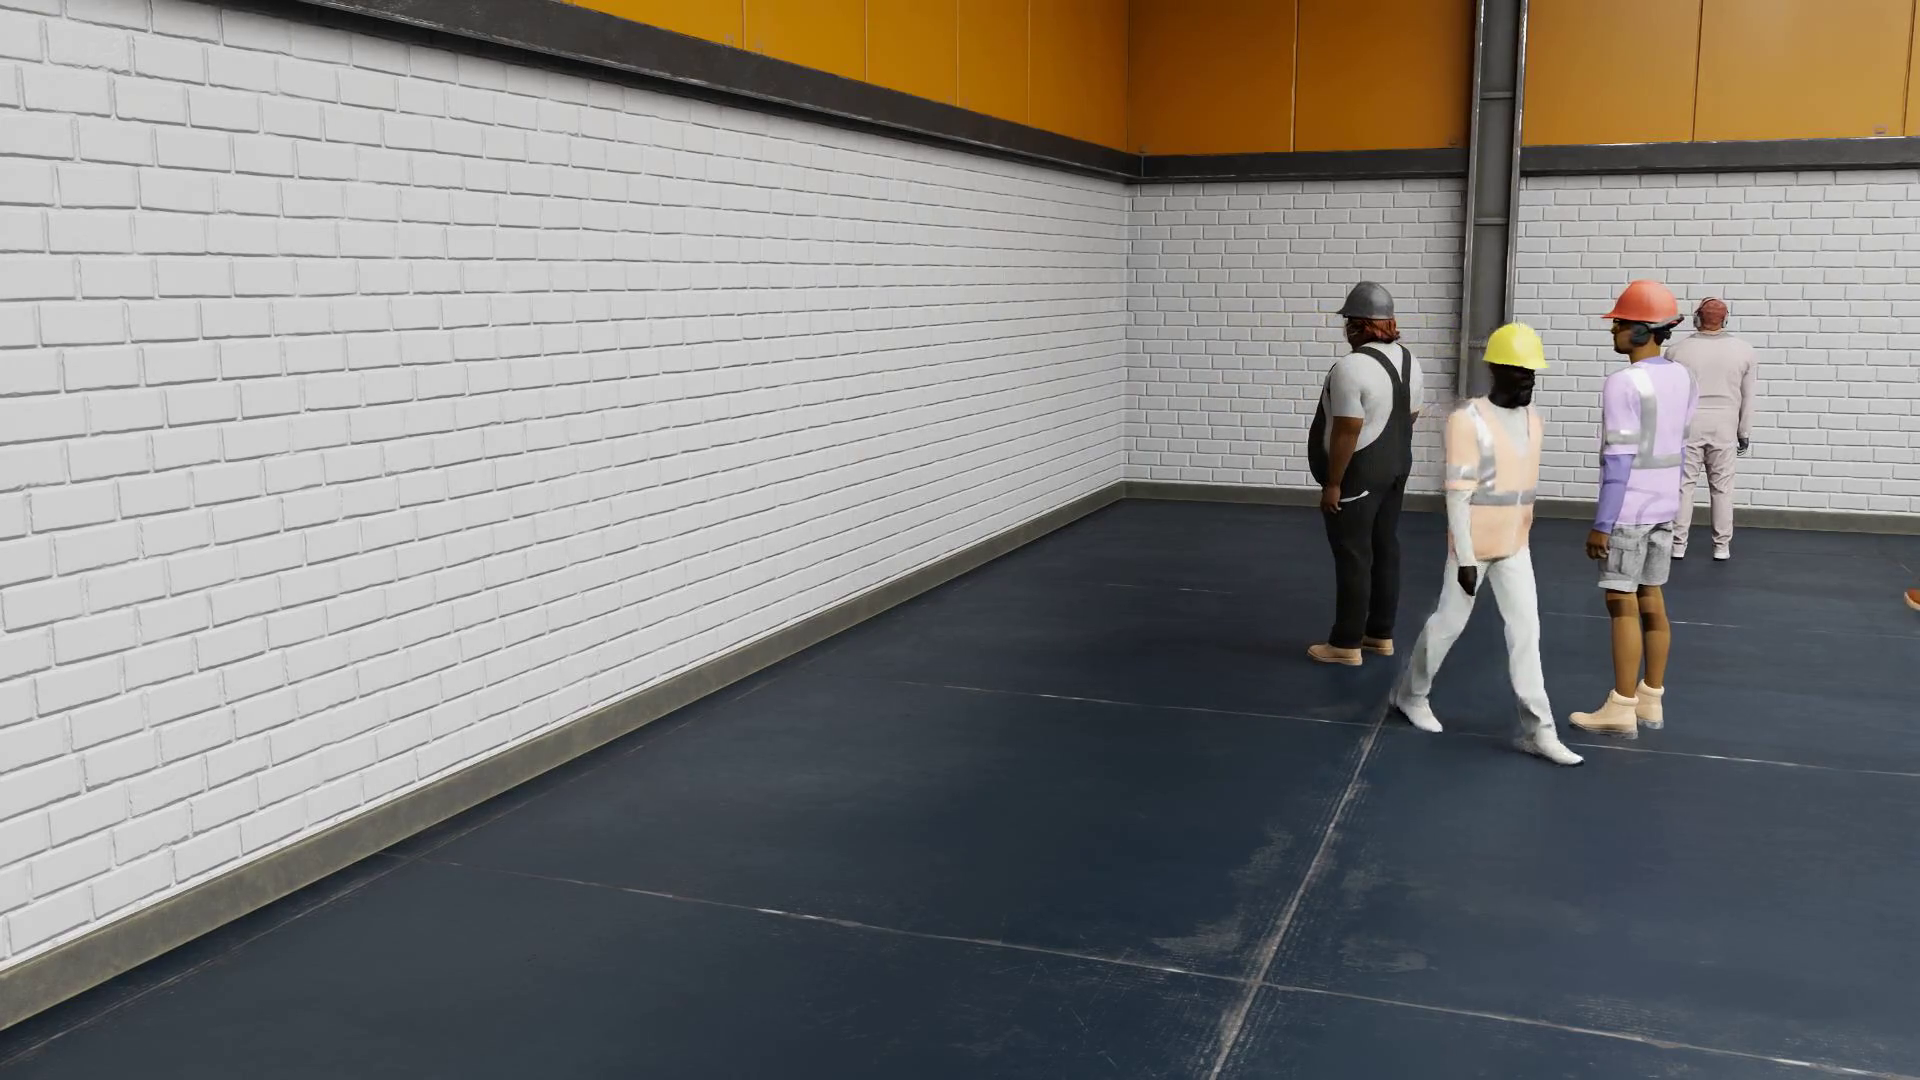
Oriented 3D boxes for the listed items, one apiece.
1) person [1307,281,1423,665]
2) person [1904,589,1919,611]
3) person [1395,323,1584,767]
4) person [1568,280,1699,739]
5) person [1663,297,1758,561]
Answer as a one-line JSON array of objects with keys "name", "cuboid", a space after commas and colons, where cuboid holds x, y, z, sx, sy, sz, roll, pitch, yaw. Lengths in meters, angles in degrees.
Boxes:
[{"name": "person", "cuboid": [2.122, -0.360, 8.920, 0.683, 2.000, 0.538, -9, 13, -43]}, {"name": "person", "cuboid": [6.117, -0.453, 9.775, 0.645, 1.947, 0.970, -3, 10, -20]}, {"name": "person", "cuboid": [2.298, -0.010, 7.287, 0.602, 1.878, 0.999, -5, 10, -28]}, {"name": "person", "cuboid": [3.024, -0.134, 7.476, 0.614, 2.048, 0.361, -7, 12, -39]}, {"name": "person", "cuboid": [5.399, -0.796, 12.065, 0.641, 1.913, 0.407, 2, 9, 14]}]
